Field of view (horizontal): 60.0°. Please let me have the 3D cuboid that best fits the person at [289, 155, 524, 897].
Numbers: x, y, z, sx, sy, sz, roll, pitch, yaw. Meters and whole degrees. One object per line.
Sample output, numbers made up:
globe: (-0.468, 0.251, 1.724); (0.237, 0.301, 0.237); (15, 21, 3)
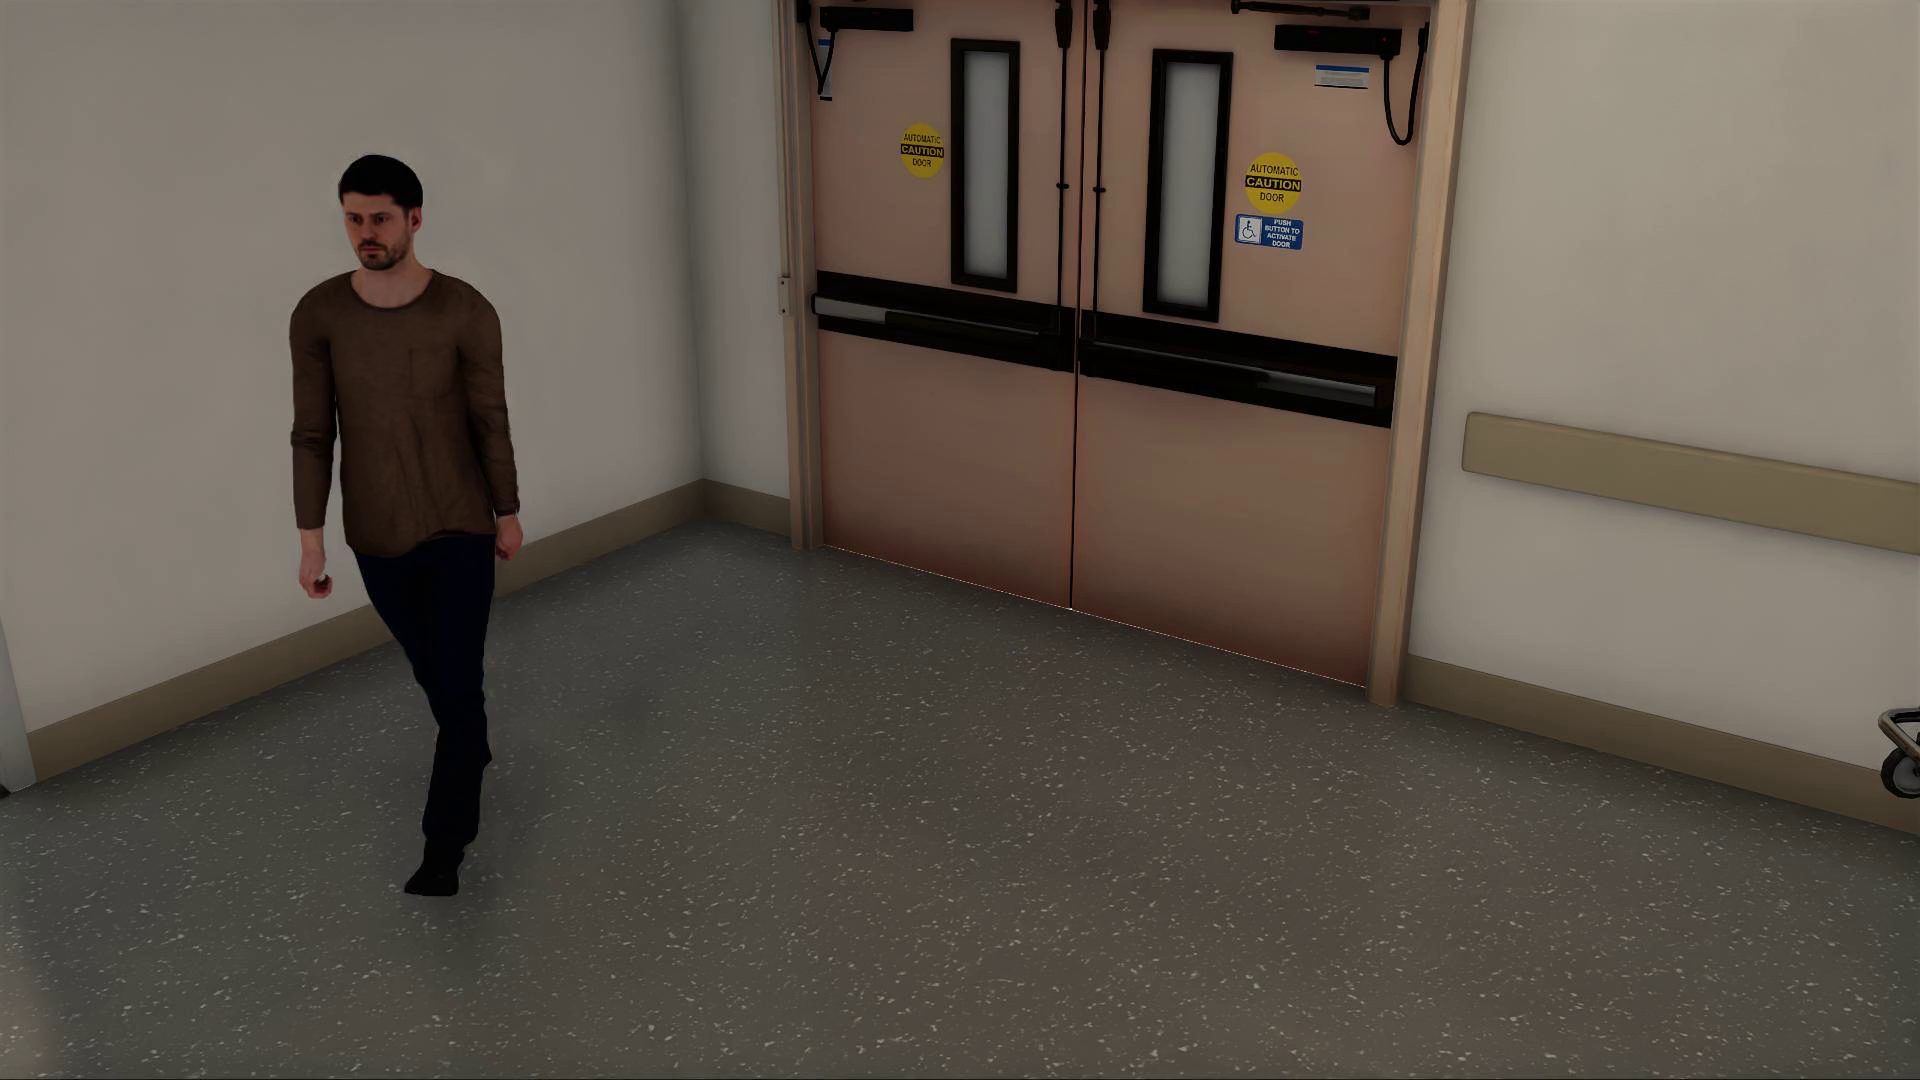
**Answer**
person: (-1.389, -0.048, 4.354); (1.108, 1.825, 1.272); (0, 21, -1)
